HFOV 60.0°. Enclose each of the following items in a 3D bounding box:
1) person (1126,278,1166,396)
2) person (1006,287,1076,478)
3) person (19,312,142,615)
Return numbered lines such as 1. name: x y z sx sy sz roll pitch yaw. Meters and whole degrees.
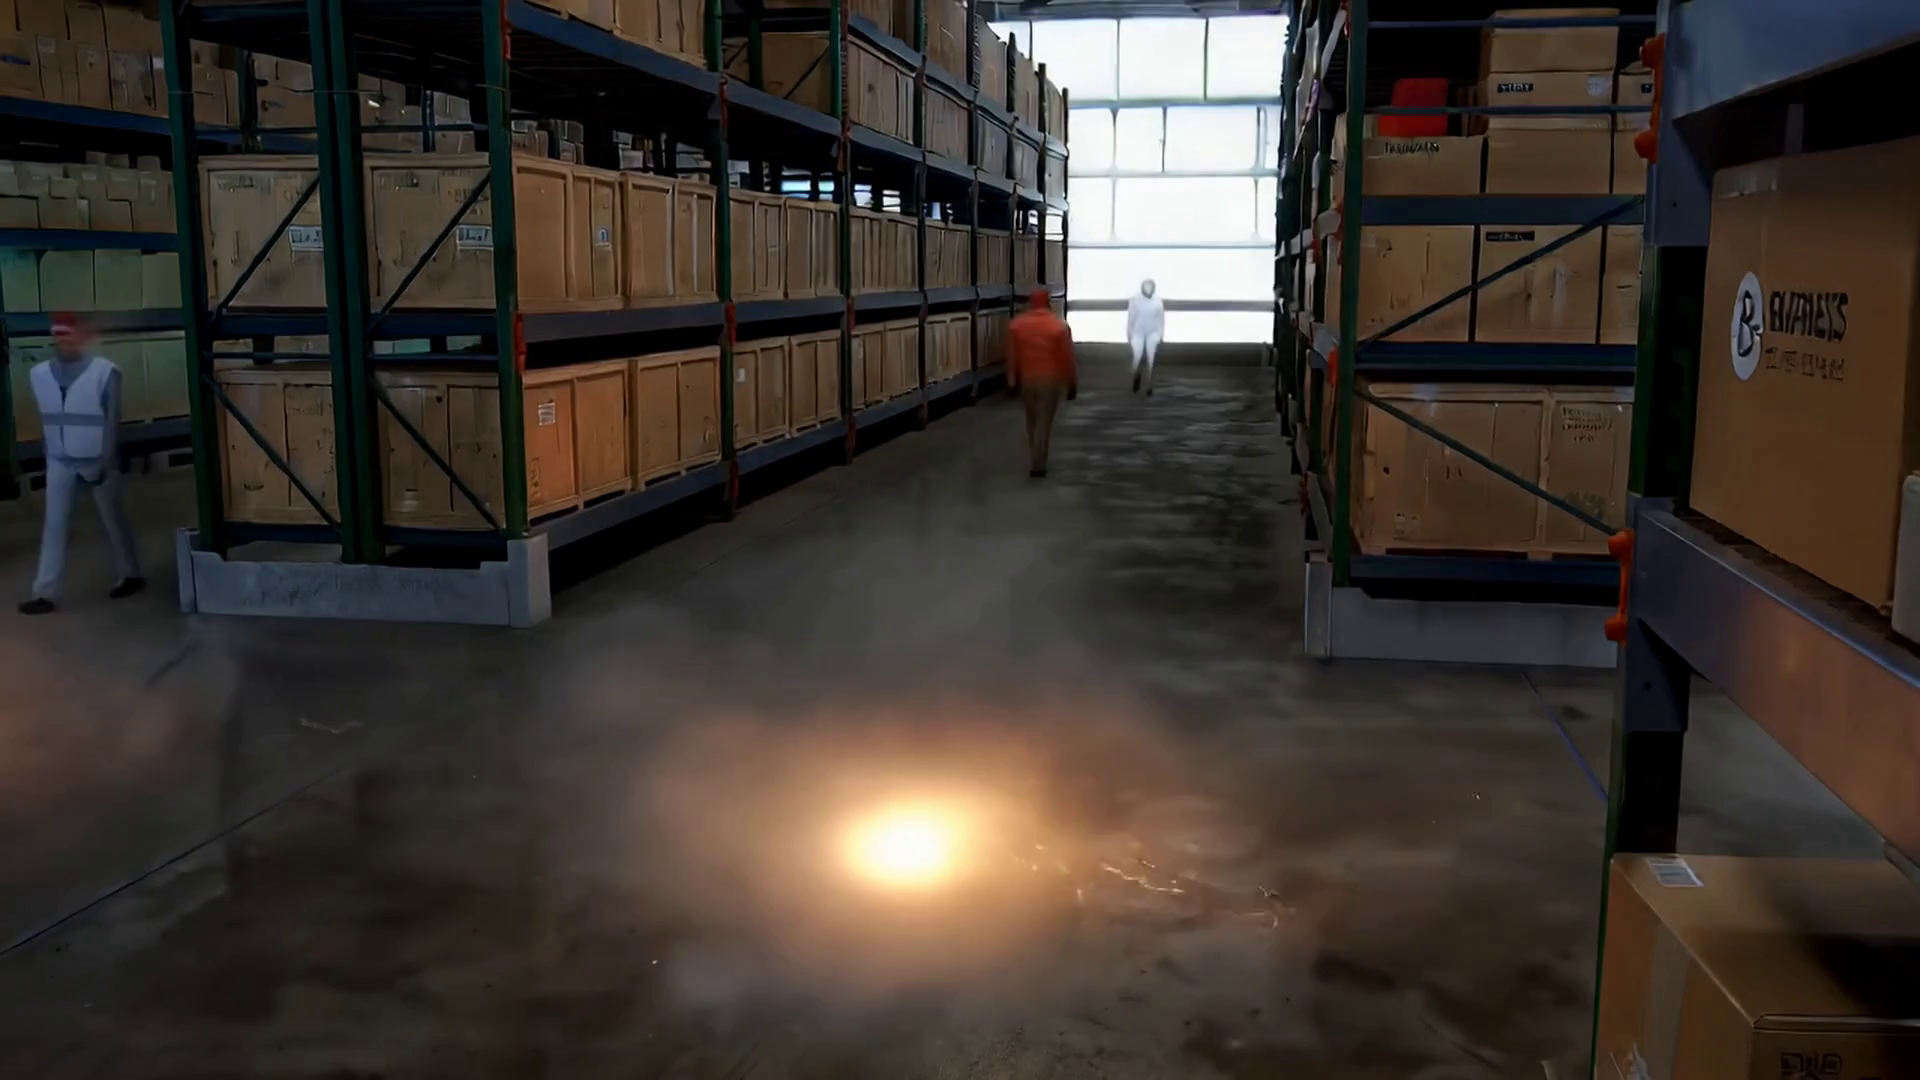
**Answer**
1. person: 3.050 -3.325 27.284 0.646 1.920 0.482 0 9 2
2. person: 0.842 -1.579 16.624 0.677 1.857 0.964 3 10 19
3. person: -5.310 -0.478 10.049 0.558 1.793 0.981 0 9 -1
